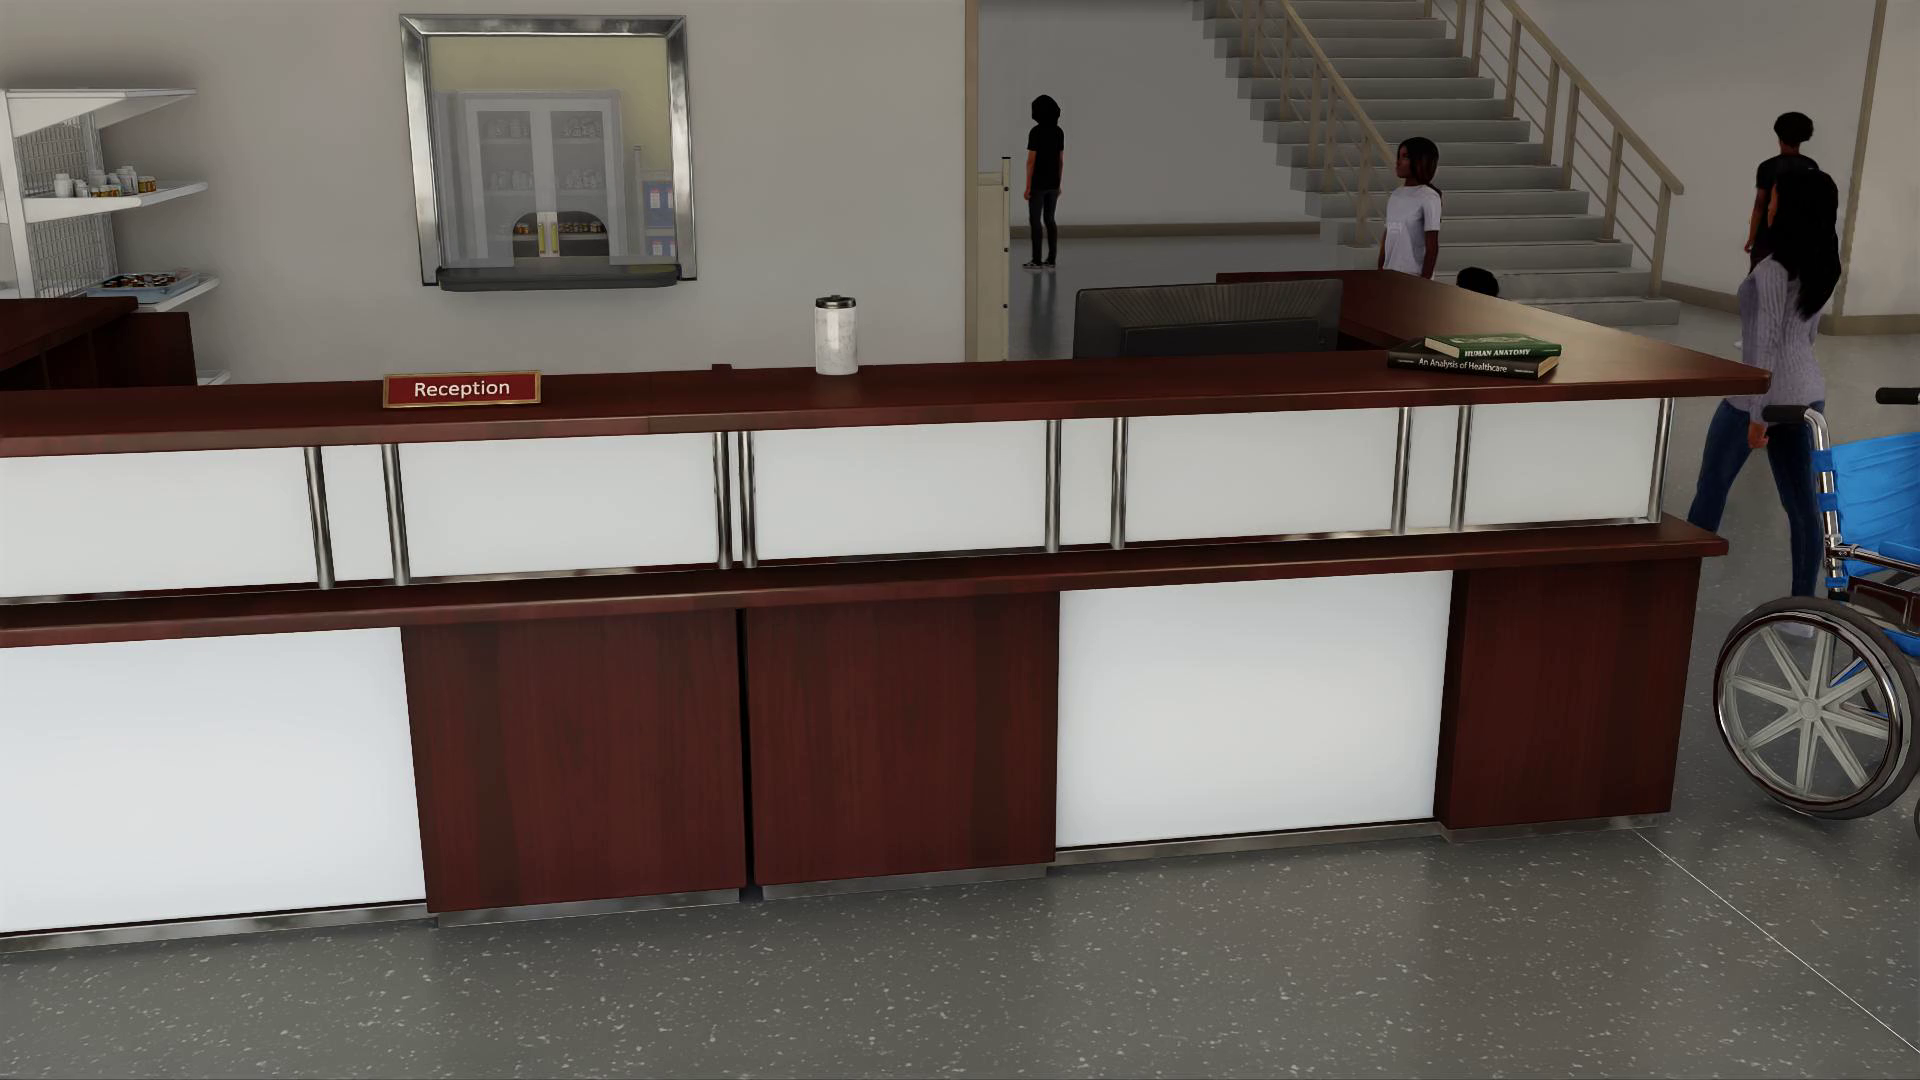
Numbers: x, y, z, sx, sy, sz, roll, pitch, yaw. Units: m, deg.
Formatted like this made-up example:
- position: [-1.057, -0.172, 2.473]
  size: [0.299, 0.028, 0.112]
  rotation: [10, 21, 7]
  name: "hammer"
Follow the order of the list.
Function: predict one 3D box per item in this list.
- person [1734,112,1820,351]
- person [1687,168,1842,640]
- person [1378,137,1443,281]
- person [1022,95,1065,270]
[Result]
- position: [6.185, -2.315, 12.540]
  size: [0.670, 1.782, 0.615]
  rotation: [1, 16, 2]
  name: "person"
- position: [3.099, -0.463, 6.117]
  size: [0.851, 1.703, 1.067]
  rotation: [-9, 18, -30]
  name: "person"
- position: [2.527, -1.406, 9.431]
  size: [0.692, 1.719, 0.532]
  rotation: [-7, 17, -22]
  name: "person"
- position: [0.912, -3.846, 17.868]
  size: [0.717, 1.824, 0.708]
  rotation: [-12, 20, -37]
  name: "person"
